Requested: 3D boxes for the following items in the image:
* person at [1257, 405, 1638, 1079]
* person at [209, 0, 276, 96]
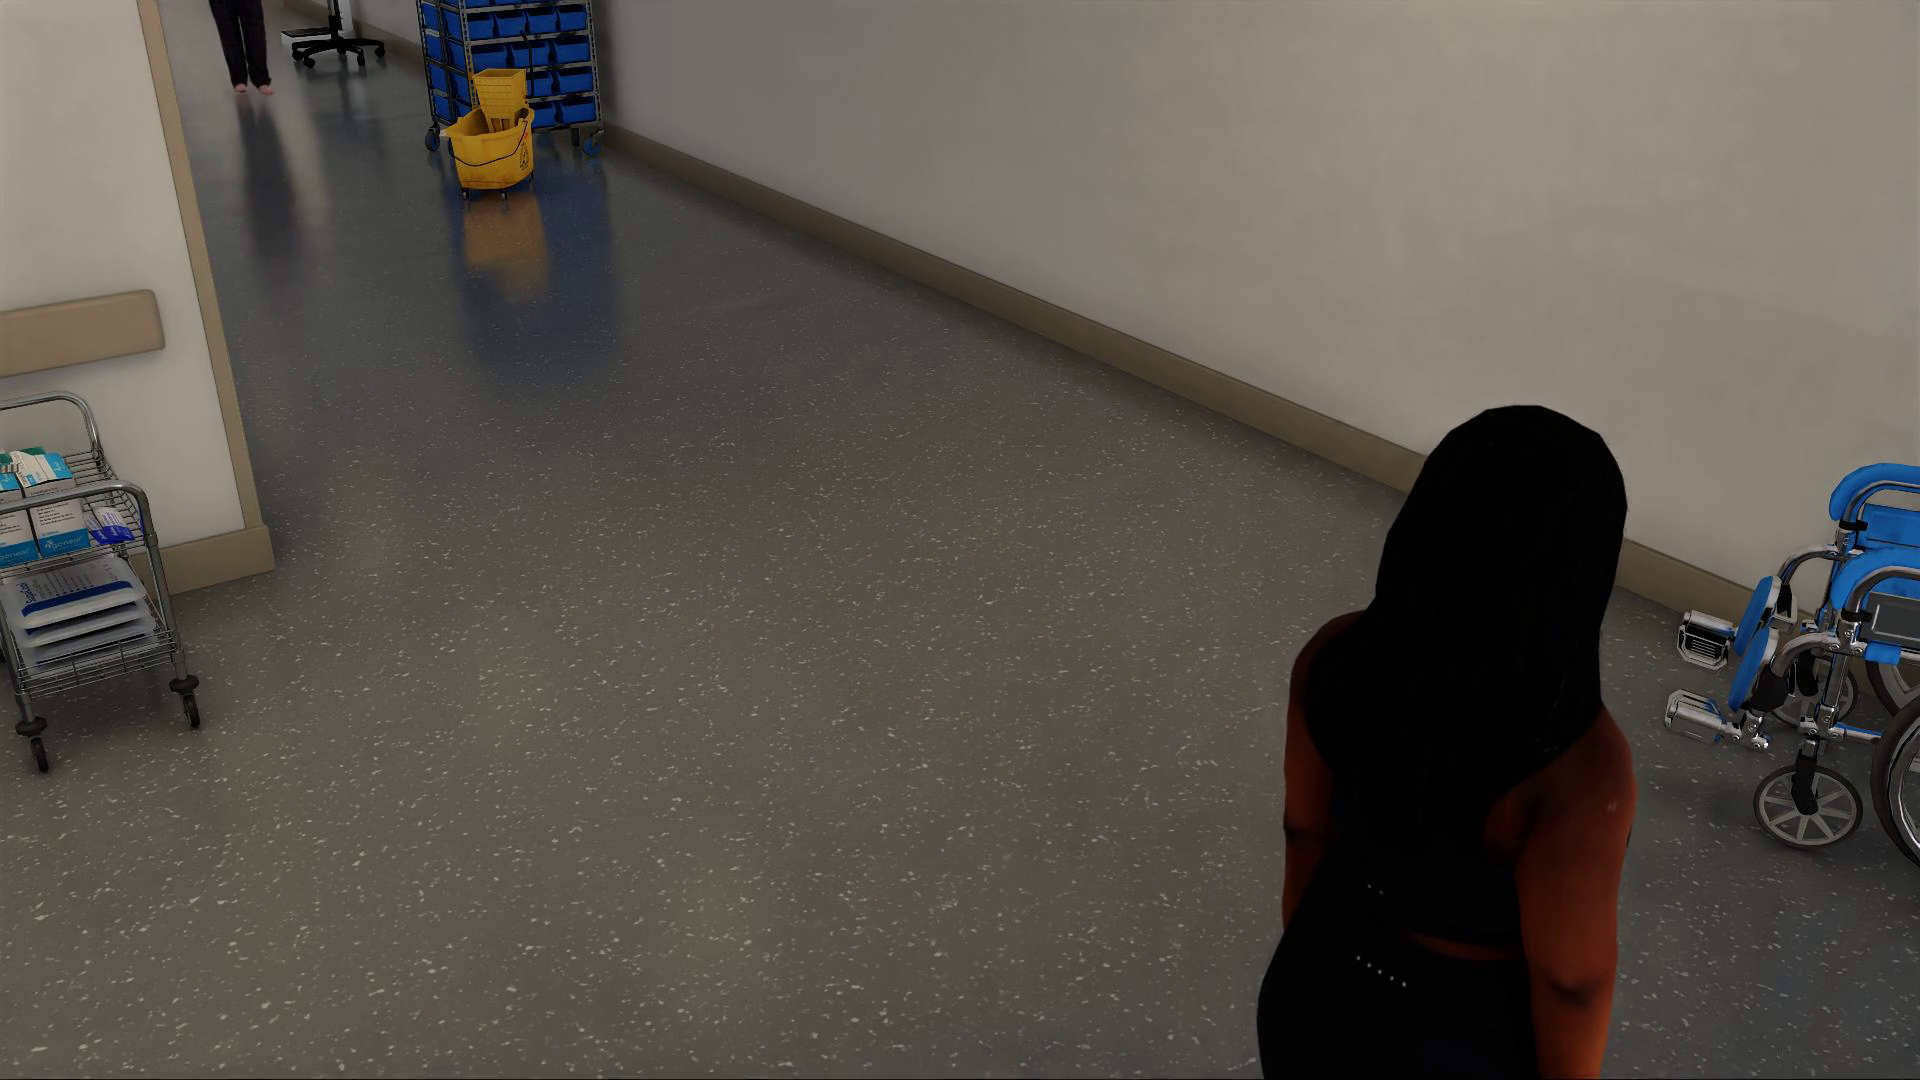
[{"bbox_3d":[0.616,0.669,2.258,0.617,1.815,0.666,-19,32,-34],"label":"person"},{"bbox_3d":[-5.532,-4.301,12.528,0.779,1.847,0.803,-12,28,-23],"label":"person"}]
